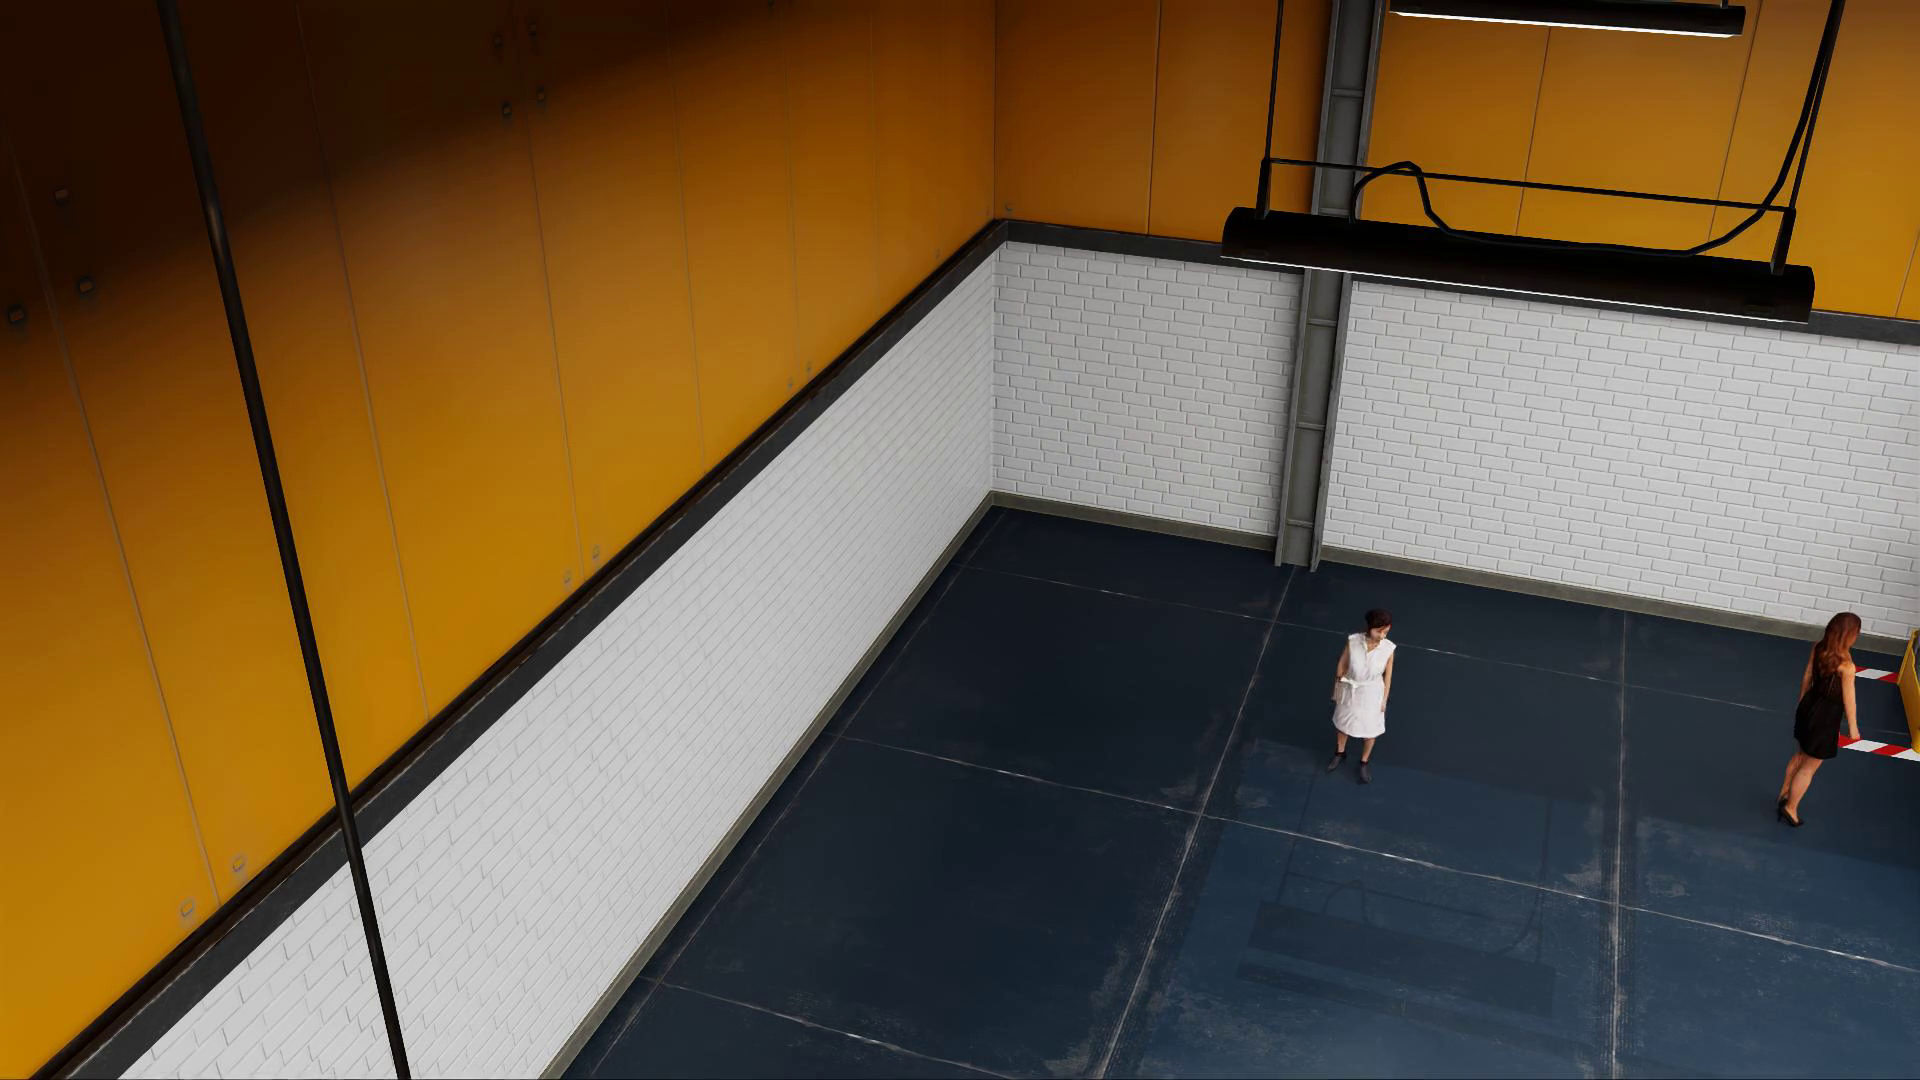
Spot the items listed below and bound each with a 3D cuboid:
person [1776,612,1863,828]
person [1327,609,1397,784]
[{"bbox_3d":[6.207,1.344,12.127,0.724,1.833,0.693,-5,29,-9],"label":"person"},{"bbox_3d":[3.074,1.169,12.759,0.485,1.533,0.655,14,32,24],"label":"person"}]
